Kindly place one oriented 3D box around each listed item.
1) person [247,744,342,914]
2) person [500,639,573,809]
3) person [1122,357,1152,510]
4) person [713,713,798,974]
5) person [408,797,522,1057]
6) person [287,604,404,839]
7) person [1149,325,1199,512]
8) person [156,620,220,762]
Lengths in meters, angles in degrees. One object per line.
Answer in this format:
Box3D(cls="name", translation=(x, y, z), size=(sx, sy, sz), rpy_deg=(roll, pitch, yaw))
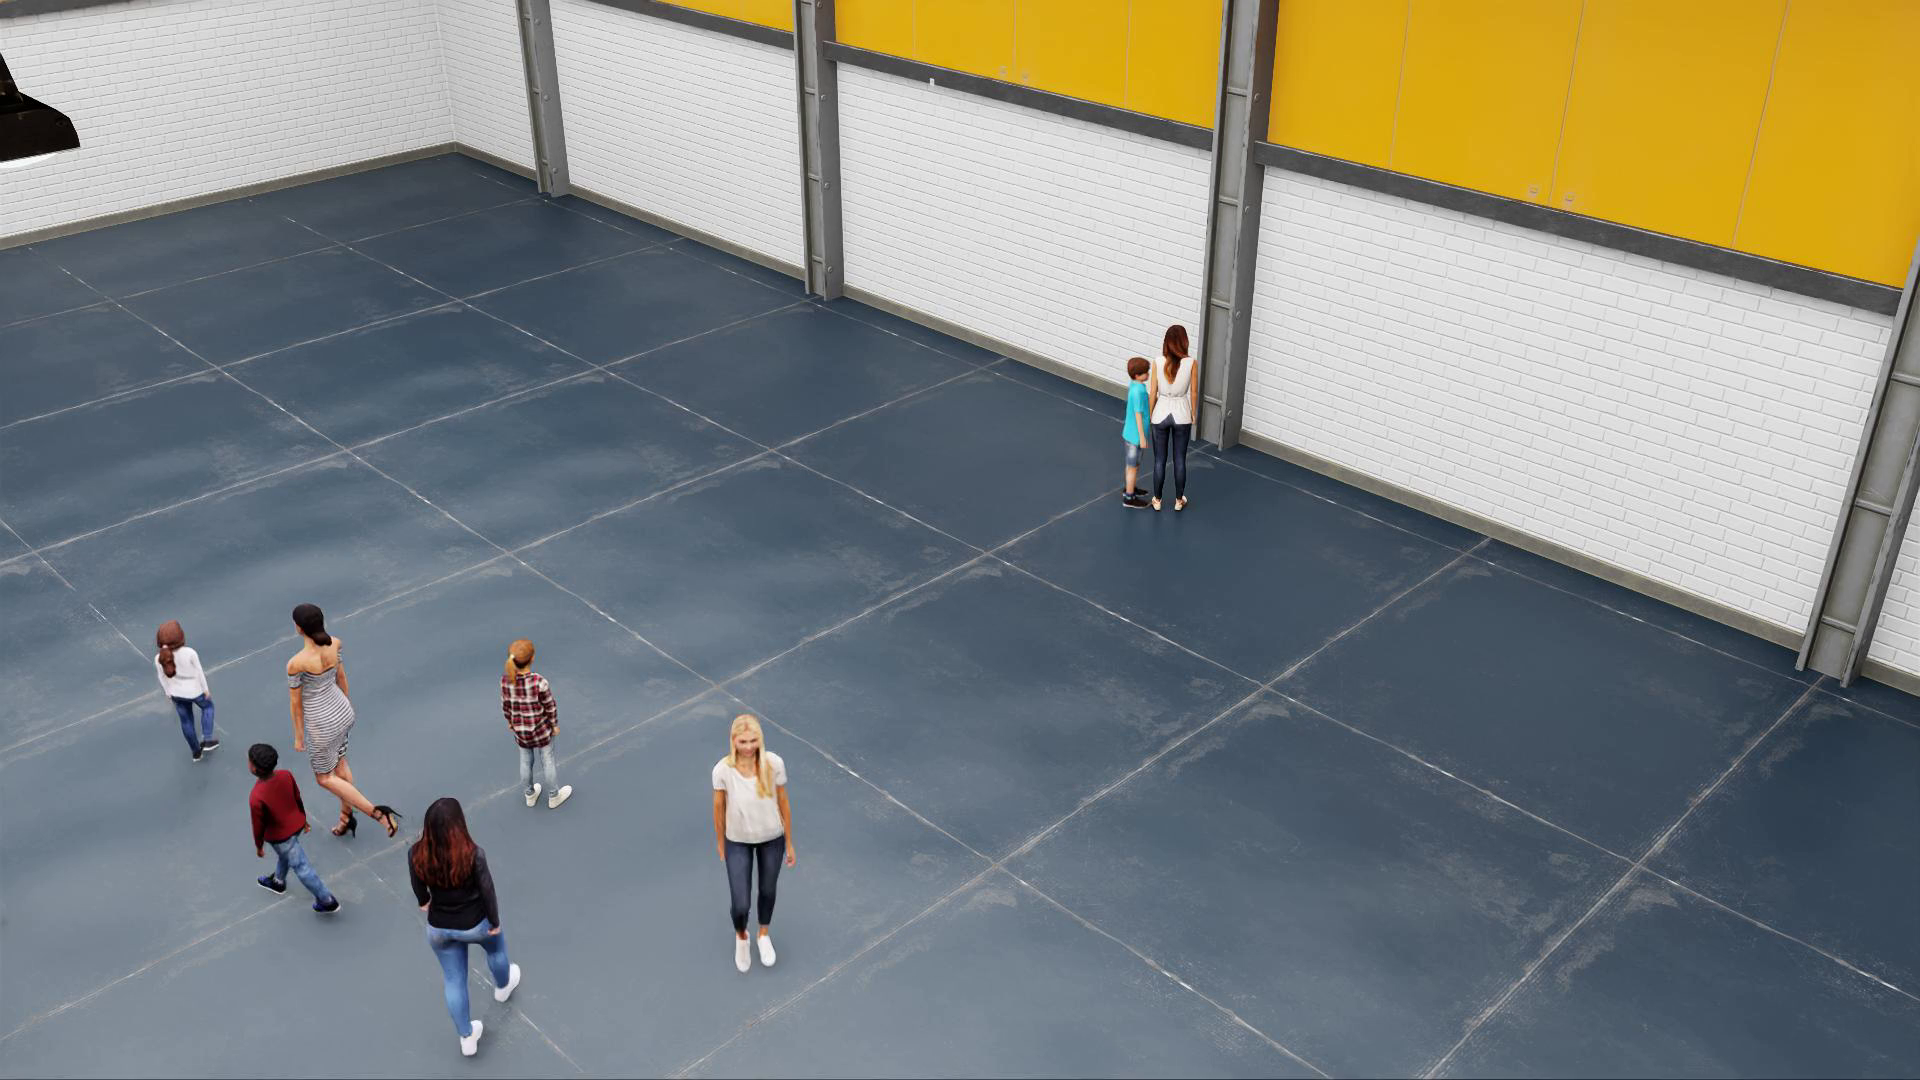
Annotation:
Box3D(cls="person", translation=(-4.142, 1.824, 10.321), size=(0.968, 1.221, 0.769), rpy_deg=(9, 30, 17))
Box3D(cls="person", translation=(-2.906, 1.249, 11.285), size=(0.603, 1.306, 0.682), rpy_deg=(5, 29, 9))
Box3D(cls="person", translation=(1.601, -1.006, 15.270), size=(0.661, 1.450, 0.608), rpy_deg=(2, 29, 3))
Box3D(cls="person", translation=(-1.238, 1.741, 9.869), size=(0.700, 1.798, 0.734), rpy_deg=(-9, 30, -16))
Box3D(cls="person", translation=(-2.799, 2.183, 9.254), size=(0.976, 1.612, 1.034), rpy_deg=(-1, 29, -1))
Box3D(cls="person", translation=(-4.011, 1.249, 10.766), size=(0.982, 1.803, 0.810), rpy_deg=(11, 31, 20))
Box3D(cls="person", translation=(1.920, -1.099, 15.091), size=(0.651, 1.784, 0.735), rpy_deg=(3, 29, 6))
Box3D(cls="person", translation=(-5.496, 1.088, 11.792), size=(0.548, 1.103, 0.596), rpy_deg=(-5, 29, -9))
